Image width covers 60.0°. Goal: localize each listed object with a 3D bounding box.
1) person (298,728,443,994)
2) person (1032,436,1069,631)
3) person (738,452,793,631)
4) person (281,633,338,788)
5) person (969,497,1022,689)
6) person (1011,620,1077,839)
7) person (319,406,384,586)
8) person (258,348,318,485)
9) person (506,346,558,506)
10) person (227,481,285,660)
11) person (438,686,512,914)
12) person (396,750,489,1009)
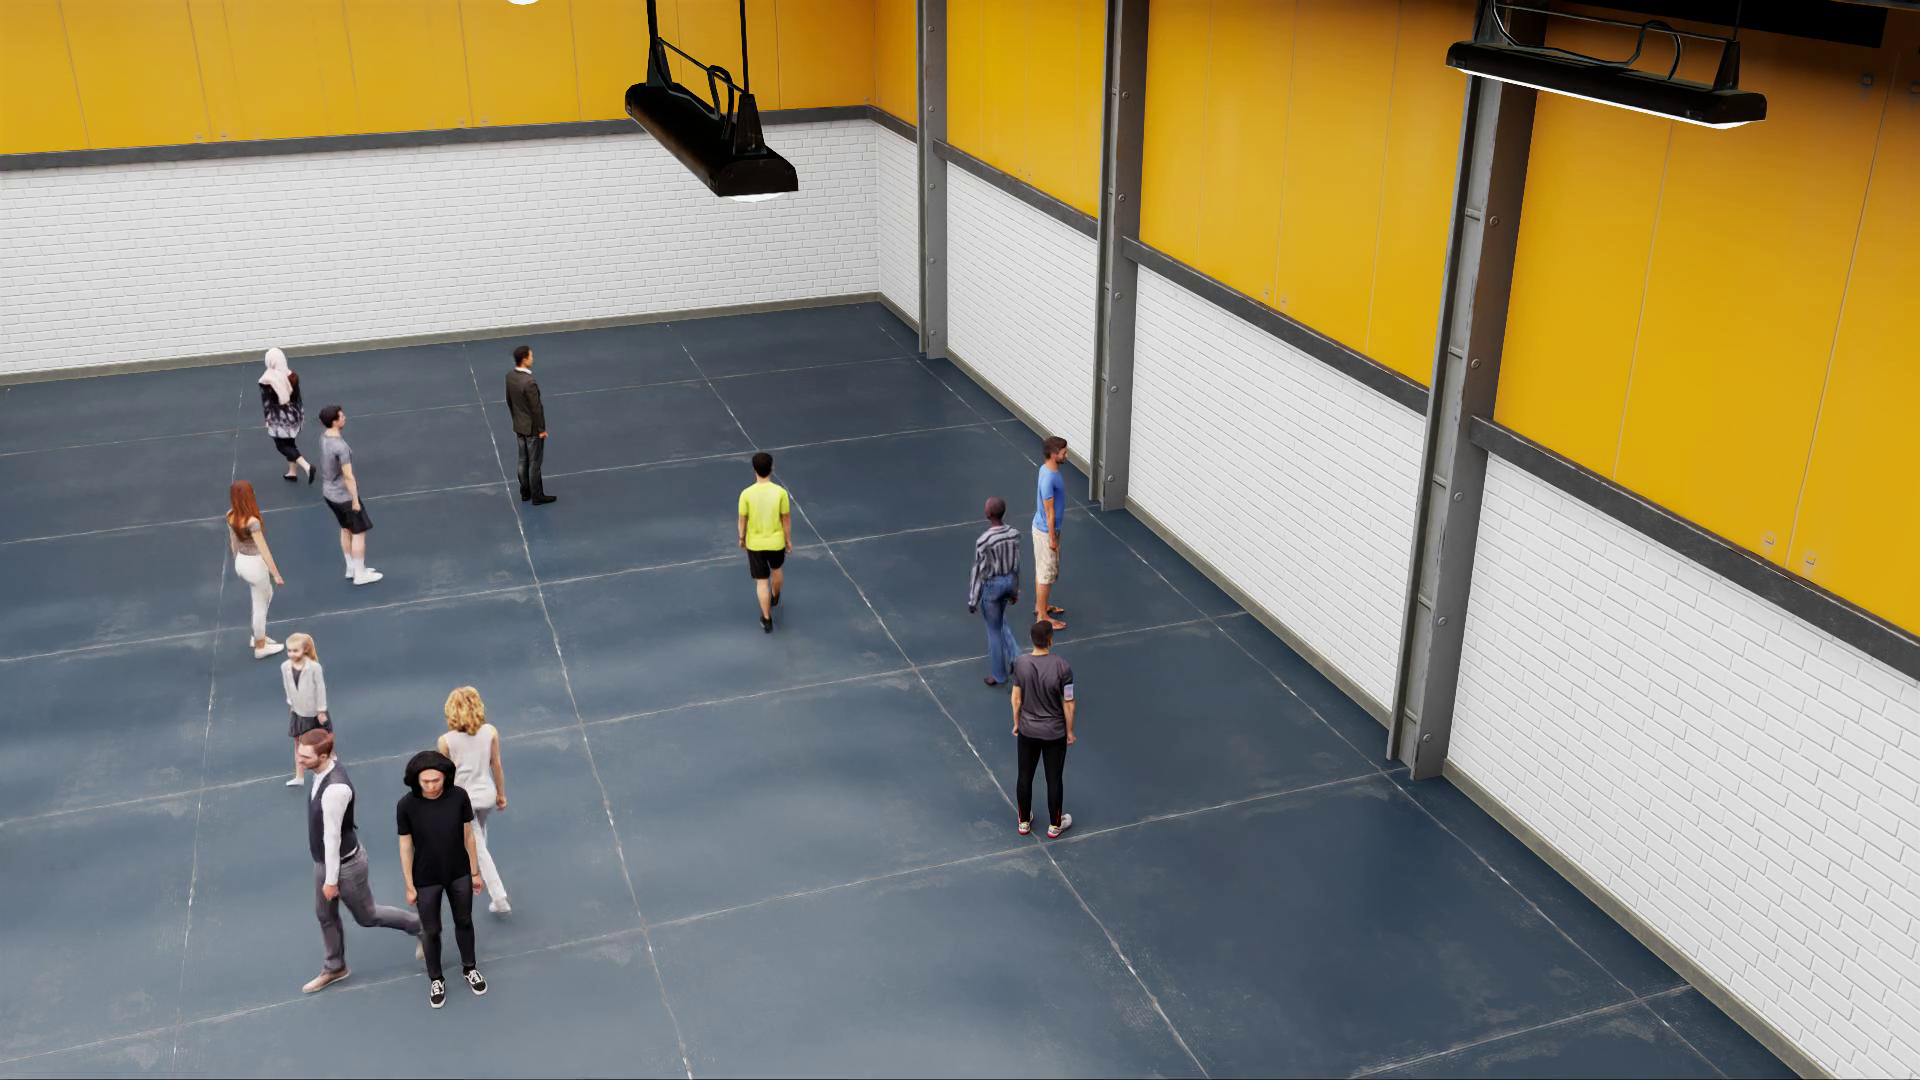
[{"bbox_3d":[-3.889,2.043,10.728,0.890,1.918,1.144,-15,28,-30],"label":"person"},{"bbox_3d":[0.827,-0.098,15.692,0.788,1.865,0.641,1,24,2],"label":"person"},{"bbox_3d":[-1.815,0.043,15.604,0.742,1.678,1.026,-5,24,-11],"label":"person"},{"bbox_3d":[-5.154,1.306,13.252,0.740,1.248,0.913,2,24,5],"label":"person"},{"bbox_3d":[0.386,0.499,14.425,0.788,1.787,0.763,21,31,39],"label":"person"},{"bbox_3d":[0.606,1.404,12.382,0.723,1.764,0.756,8,25,17],"label":"person"},{"bbox_3d":[-6.174,-0.457,16.515,0.829,1.865,0.702,-17,29,-34],"label":"person"},{"bbox_3d":[-7.632,-1.368,18.909,1.043,1.617,0.948,14,27,29],"label":"person"},{"bbox_3d":[-4.807,-1.283,18.486,0.667,1.799,0.817,19,30,37],"label":"person"},{"bbox_3d":[-6.438,0.300,14.970,0.679,1.714,0.780,17,29,33],"label":"person"},{"bbox_3d":[-3.360,1.841,11.555,0.853,1.627,1.175,-19,30,-37],"label":"person"},{"bbox_3d":[-3.325,2.120,10.662,0.655,1.831,0.552,-11,26,-24],"label":"person"}]
